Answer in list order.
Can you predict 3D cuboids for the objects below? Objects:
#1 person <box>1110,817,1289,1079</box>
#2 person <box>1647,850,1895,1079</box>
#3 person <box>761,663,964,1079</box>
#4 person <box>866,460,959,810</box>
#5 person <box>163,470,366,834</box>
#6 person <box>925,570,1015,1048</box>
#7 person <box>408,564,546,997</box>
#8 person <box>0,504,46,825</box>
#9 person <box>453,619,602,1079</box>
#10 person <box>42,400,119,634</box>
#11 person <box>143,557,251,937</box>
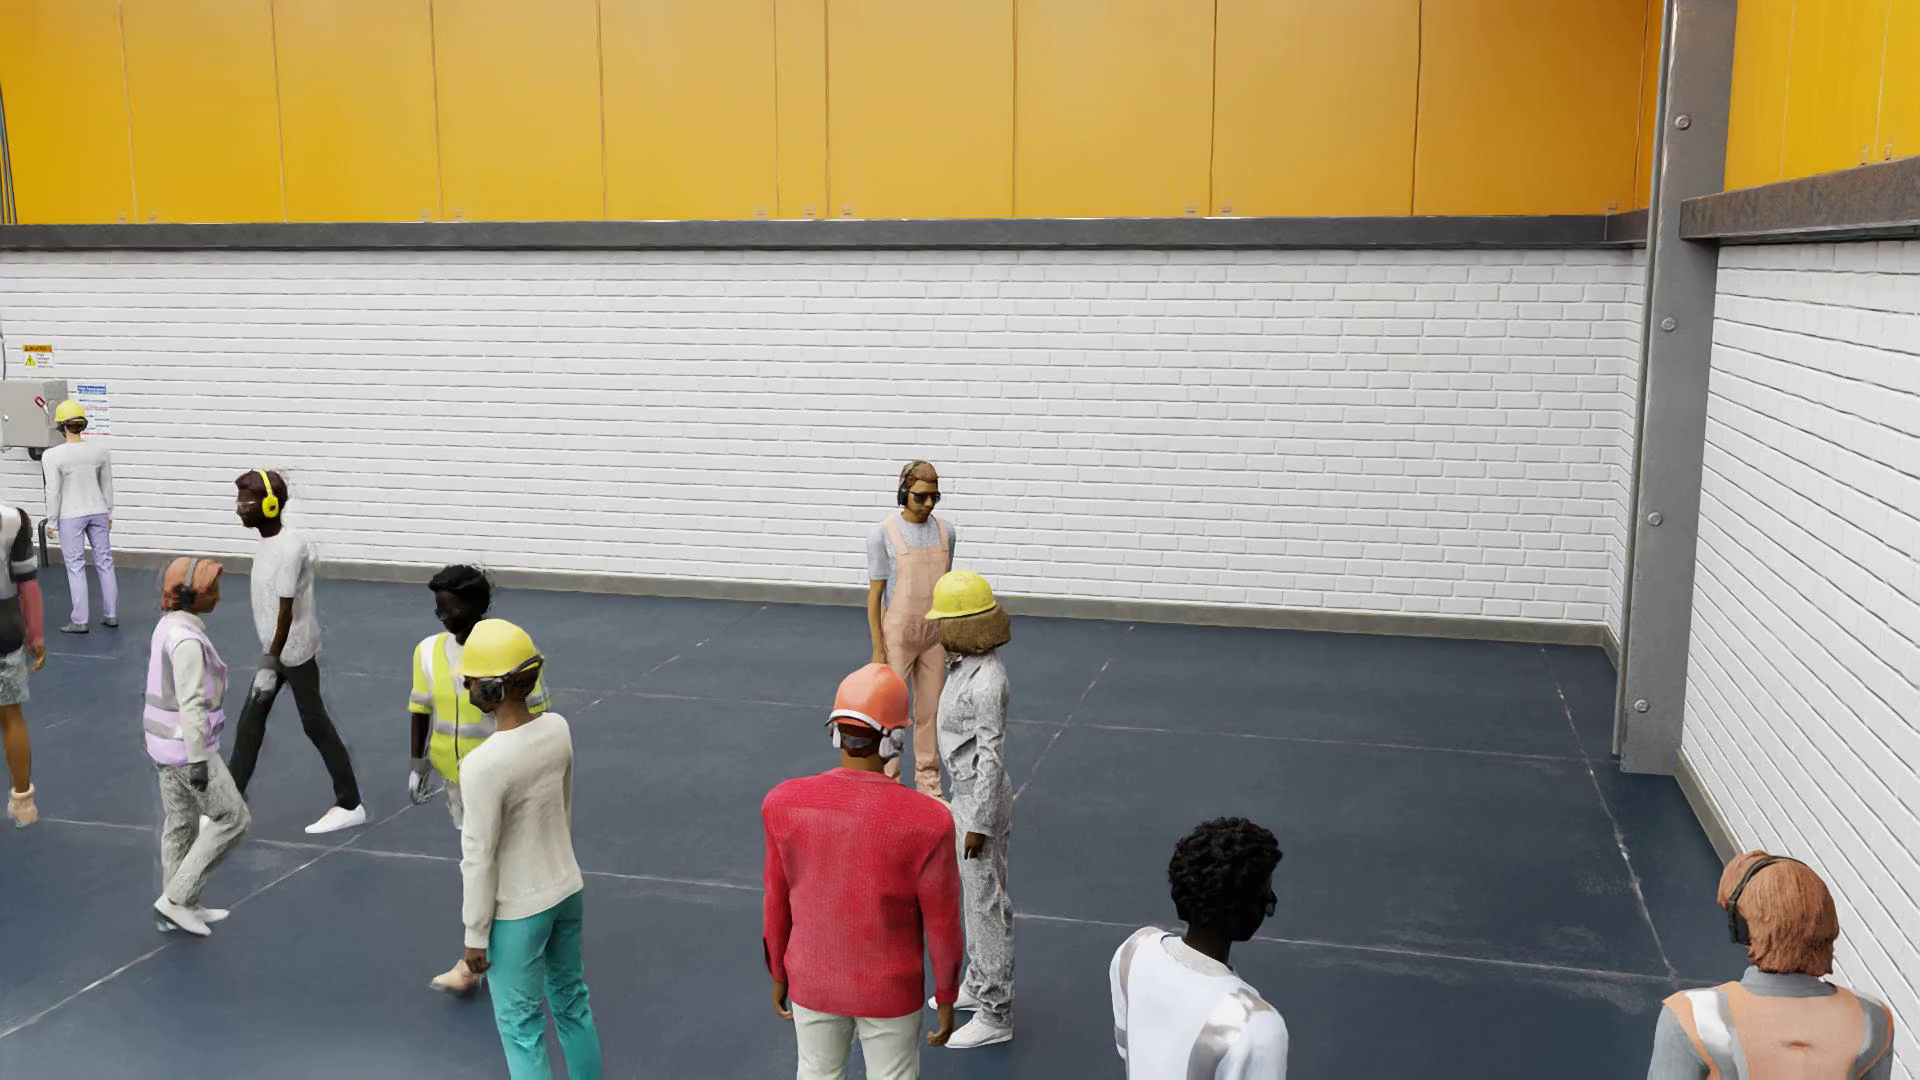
[{"bbox_3d":[0.507,1.406,3.543,0.319,1.686,0.539,-5,11,-28],"label":"person"},{"bbox_3d":[1.650,1.448,3.458,0.525,1.632,0.317,-1,10,-6],"label":"person"},{"bbox_3d":[-0.264,1.198,4.611,0.575,1.738,0.351,2,10,14],"label":"person"},{"bbox_3d":[-0.223,0.513,8.338,0.506,1.843,0.346,-6,12,-33],"label":"person"},{"bbox_3d":[-3.346,0.585,7.990,0.946,1.823,0.516,-9,13,-43],"label":"person"},{"bbox_3d":[0.032,0.961,6.013,0.311,1.735,0.483,-1,10,-7],"label":"person"},{"bbox_3d":[-1.919,0.904,6.612,0.561,1.643,0.873,3,10,15],"label":"person"},{"bbox_3d":[-4.763,0.498,8.048,0.628,2.004,0.714,-7,12,-36],"label":"person"},{"bbox_3d":[-1.352,1.107,5.096,0.363,1.759,0.527,3,10,20],"label":"person"},{"bbox_3d":[-6.665,-0.173,12.598,0.312,1.768,0.522,6,11,31],"label":"person"},{"bbox_3d":[-3.187,0.866,6.911,0.365,1.625,0.605,-7,12,-36],"label":"person"}]
